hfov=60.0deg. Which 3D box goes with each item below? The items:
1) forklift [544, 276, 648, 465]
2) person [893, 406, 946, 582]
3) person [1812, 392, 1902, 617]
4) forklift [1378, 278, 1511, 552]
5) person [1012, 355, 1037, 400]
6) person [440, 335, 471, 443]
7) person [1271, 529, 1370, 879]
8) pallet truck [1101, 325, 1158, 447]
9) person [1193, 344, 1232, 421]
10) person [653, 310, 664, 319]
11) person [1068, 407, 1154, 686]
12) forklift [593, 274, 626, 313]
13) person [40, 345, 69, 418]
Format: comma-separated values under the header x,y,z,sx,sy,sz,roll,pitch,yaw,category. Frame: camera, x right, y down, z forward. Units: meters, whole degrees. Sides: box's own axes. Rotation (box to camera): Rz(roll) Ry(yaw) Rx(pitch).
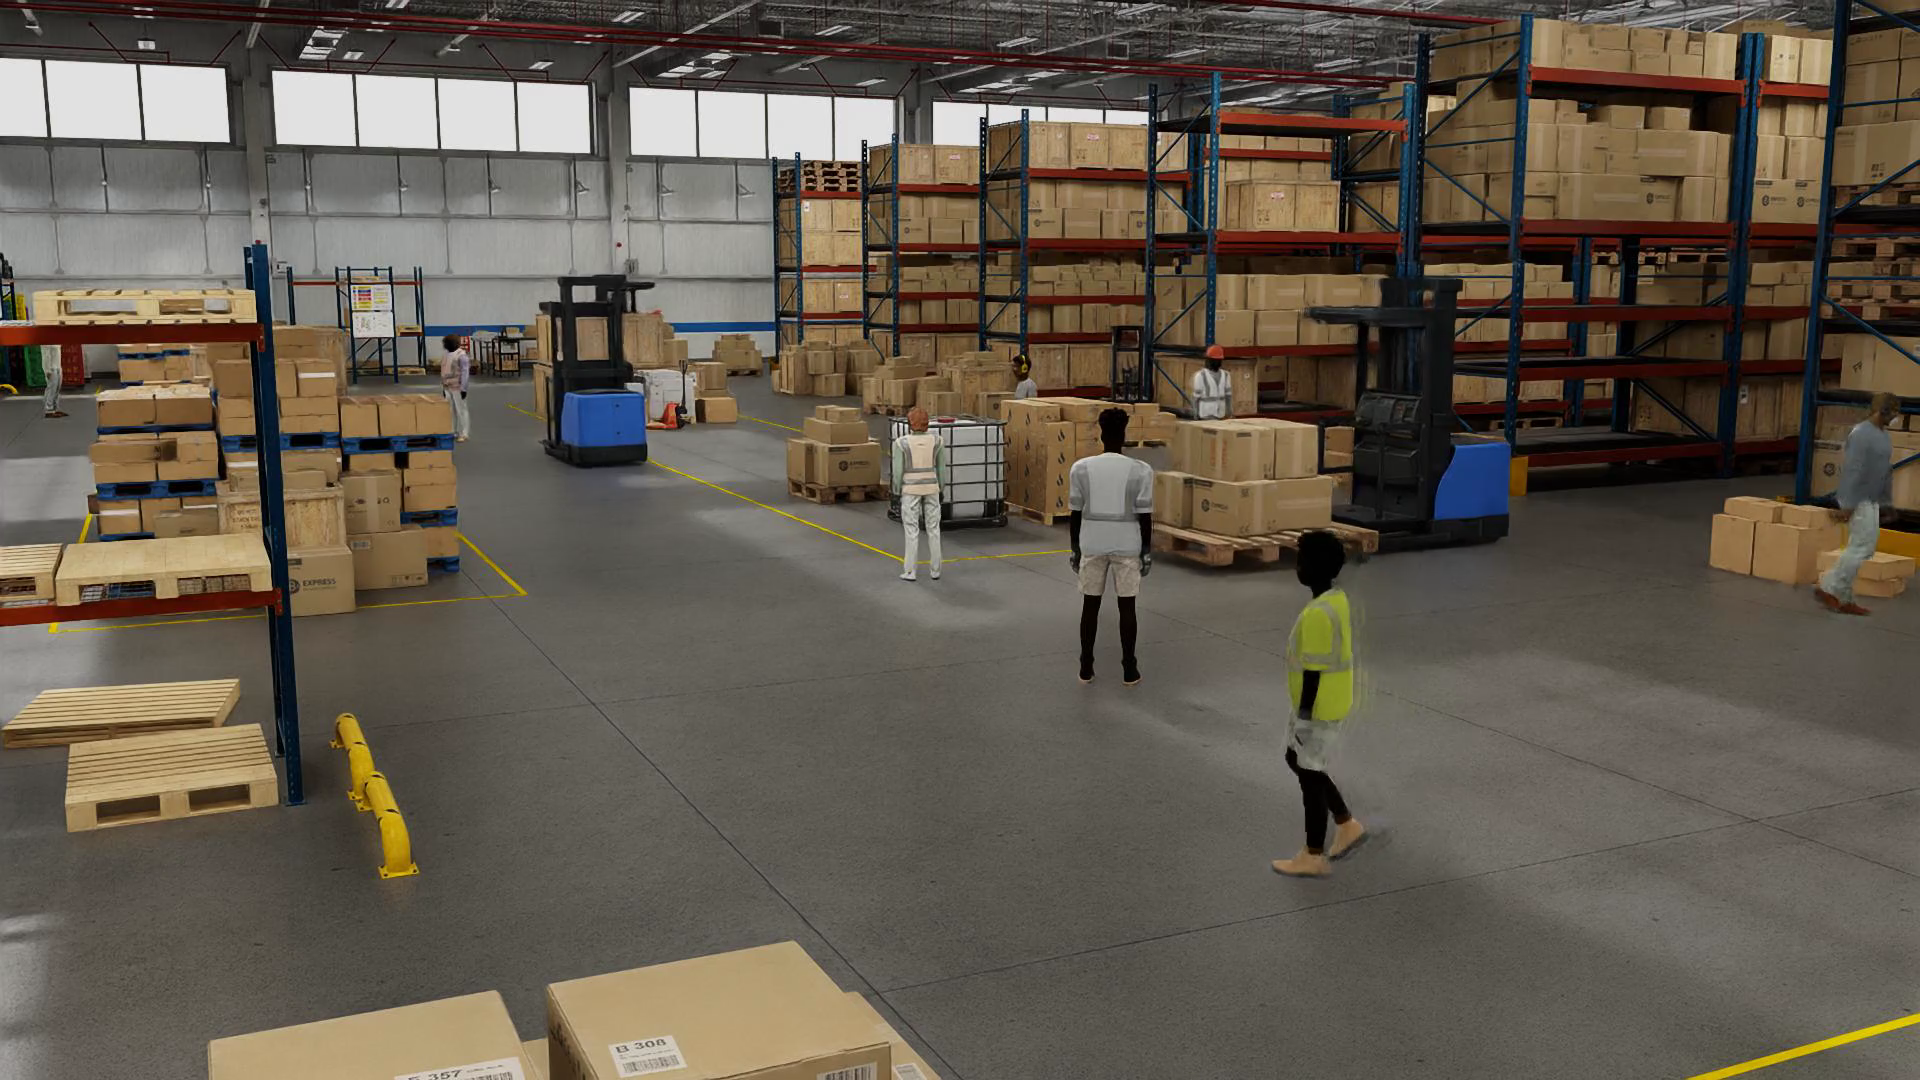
x,y,z,sx,sy,sz,roll,pitch,yaw,category
-5.585,-2.622,25.352,1.129,2.768,1.873,-5,10,-29,forklift
-0.378,-0.428,15.572,0.514,1.642,0.310,-3,10,-18,person
7.628,-0.295,13.984,0.467,1.894,0.680,9,13,44,person
4.839,-1.379,17.644,1.873,2.768,1.129,-4,10,-25,forklift
0.800,-1.378,20.767,0.309,1.868,0.535,-3,10,-17,person
-8.589,-2.561,28.280,0.659,1.835,0.432,8,12,42,person
1.690,0.785,7.881,0.369,1.686,0.550,4,10,21,person
2.881,-2.596,27.923,0.823,1.965,1.885,-1,9,-7,pallet truck
3.477,-1.775,23.134,0.563,1.908,0.904,-4,10,-25,person
-7.847,-4.930,42.641,0.631,1.921,0.549,-6,11,-32,person
1.057,0.048,11.660,0.603,1.957,0.386,2,9,15,person
-8.950,-5.407,42.631,1.873,2.768,1.129,5,10,28,forklift
-18.042,-3.387,33.069,0.363,1.929,0.627,-2,9,-10,person
